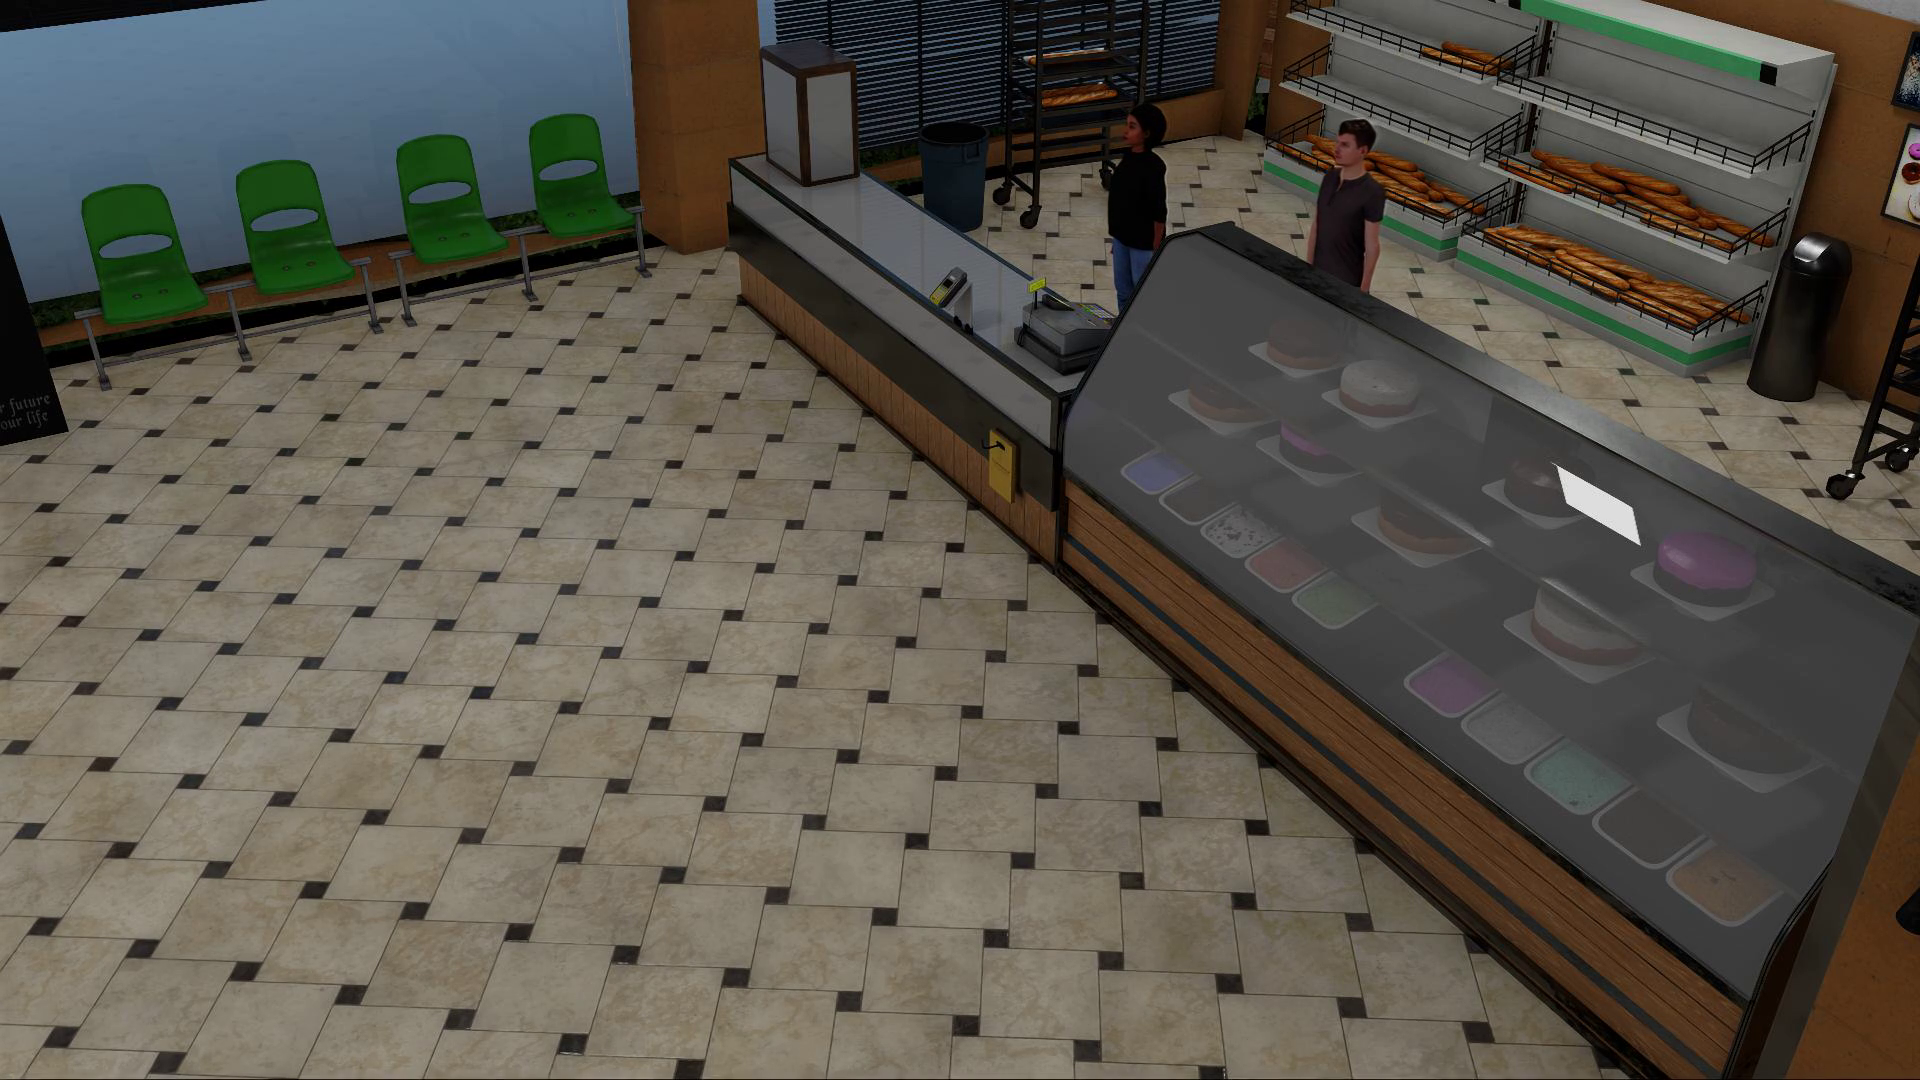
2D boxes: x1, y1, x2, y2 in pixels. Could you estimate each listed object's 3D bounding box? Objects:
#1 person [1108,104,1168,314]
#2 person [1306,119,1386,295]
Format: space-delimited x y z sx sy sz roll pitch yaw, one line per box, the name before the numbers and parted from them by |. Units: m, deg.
person | 1.068 -1.777 9.991 0.517 1.701 0.560 -17 36 -25
person | 2.132 -1.449 9.322 0.514 1.850 0.645 -17 36 -25
